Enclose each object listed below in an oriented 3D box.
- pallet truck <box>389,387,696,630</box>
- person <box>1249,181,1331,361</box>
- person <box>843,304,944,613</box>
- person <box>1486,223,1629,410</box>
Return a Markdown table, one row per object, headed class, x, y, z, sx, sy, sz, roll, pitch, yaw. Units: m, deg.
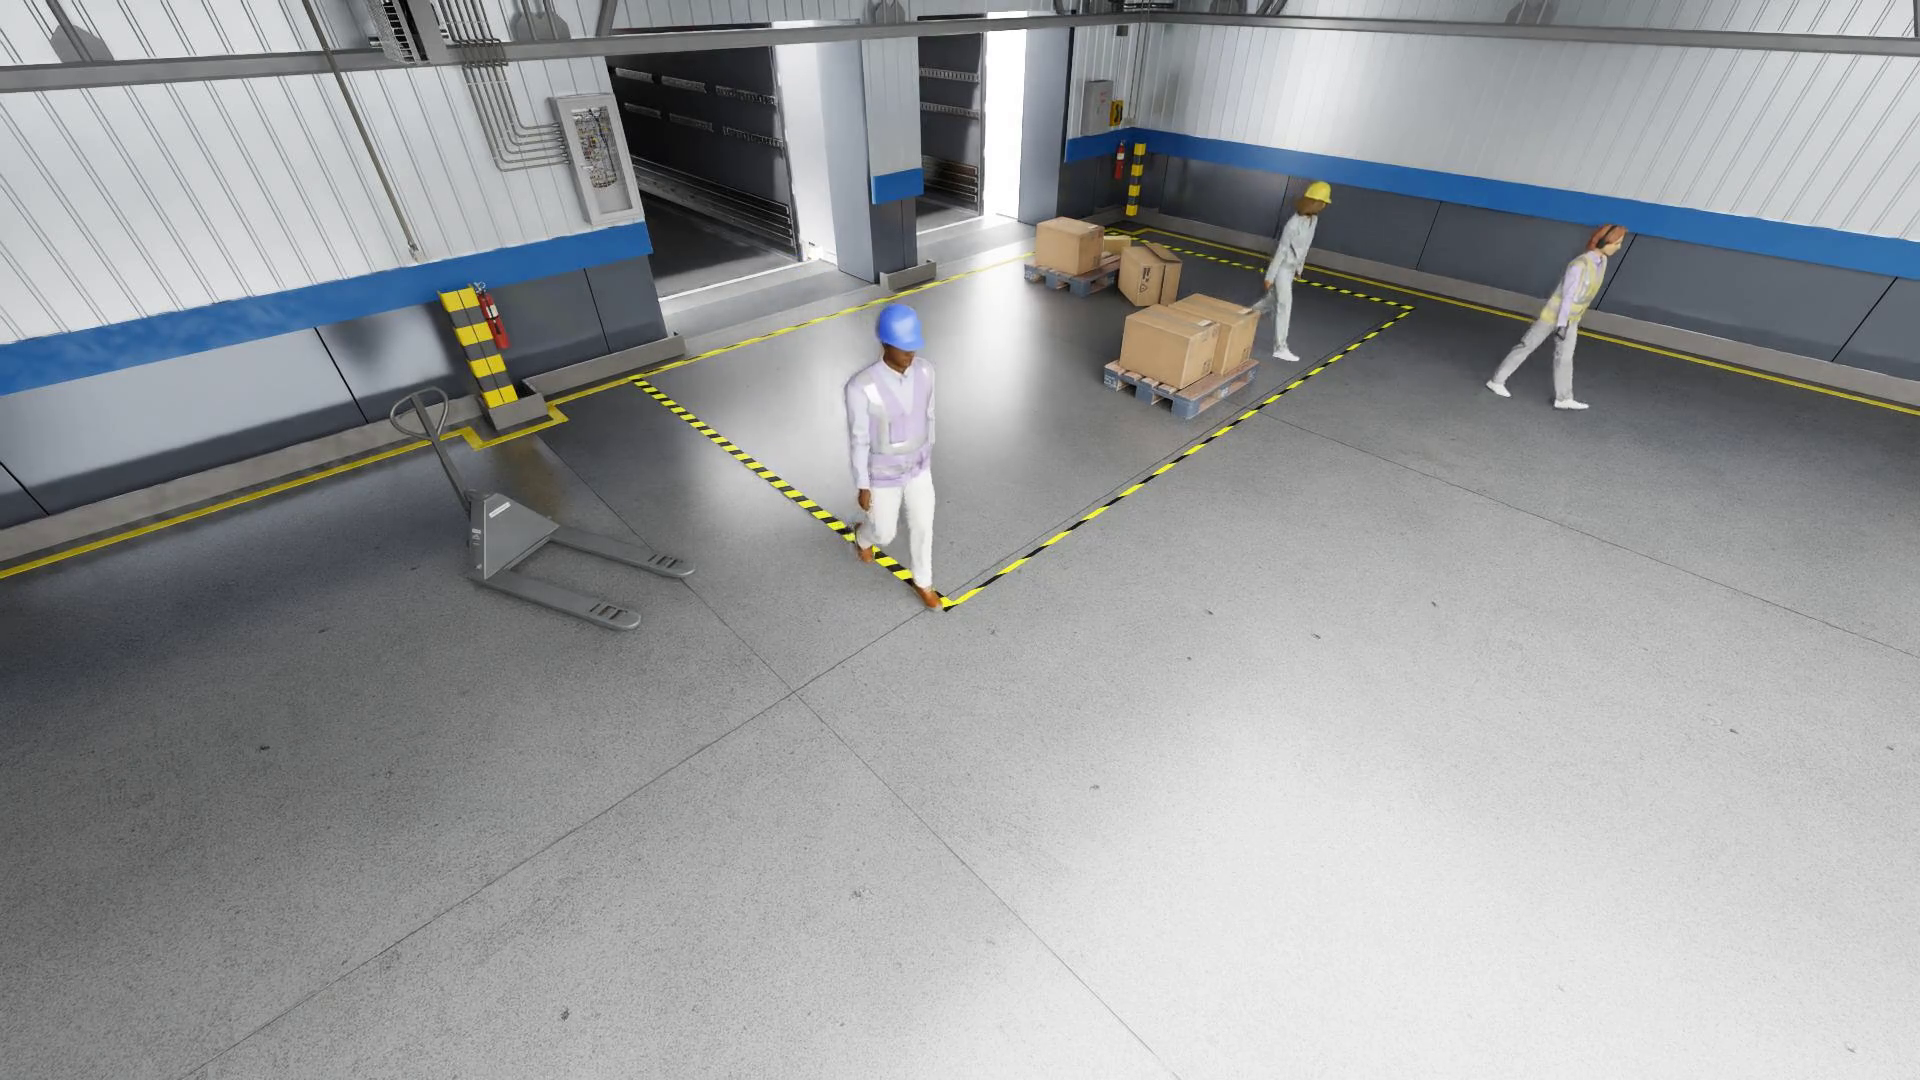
| class | x | y | z | sx | sy | sz | roll | pitch | yaw |
| --- | --- | --- | --- | --- | --- | --- | --- | --- | --- |
| pallet truck | -2.613 | -0.247 | 4.593 | 1.601 | 1.201 | 0.680 | 14 | 40 | 17 |
| person | 3.266 | -2.744 | 7.452 | 0.522 | 1.690 | 0.889 | -30 | 47 | -33 |
| person | -0.406 | -0.456 | 4.308 | 0.610 | 1.918 | 0.800 | -25 | 44 | -29 |
| person | 5.370 | -1.911 | 6.443 | 0.531 | 1.600 | 0.818 | -18 | 41 | -22 |
